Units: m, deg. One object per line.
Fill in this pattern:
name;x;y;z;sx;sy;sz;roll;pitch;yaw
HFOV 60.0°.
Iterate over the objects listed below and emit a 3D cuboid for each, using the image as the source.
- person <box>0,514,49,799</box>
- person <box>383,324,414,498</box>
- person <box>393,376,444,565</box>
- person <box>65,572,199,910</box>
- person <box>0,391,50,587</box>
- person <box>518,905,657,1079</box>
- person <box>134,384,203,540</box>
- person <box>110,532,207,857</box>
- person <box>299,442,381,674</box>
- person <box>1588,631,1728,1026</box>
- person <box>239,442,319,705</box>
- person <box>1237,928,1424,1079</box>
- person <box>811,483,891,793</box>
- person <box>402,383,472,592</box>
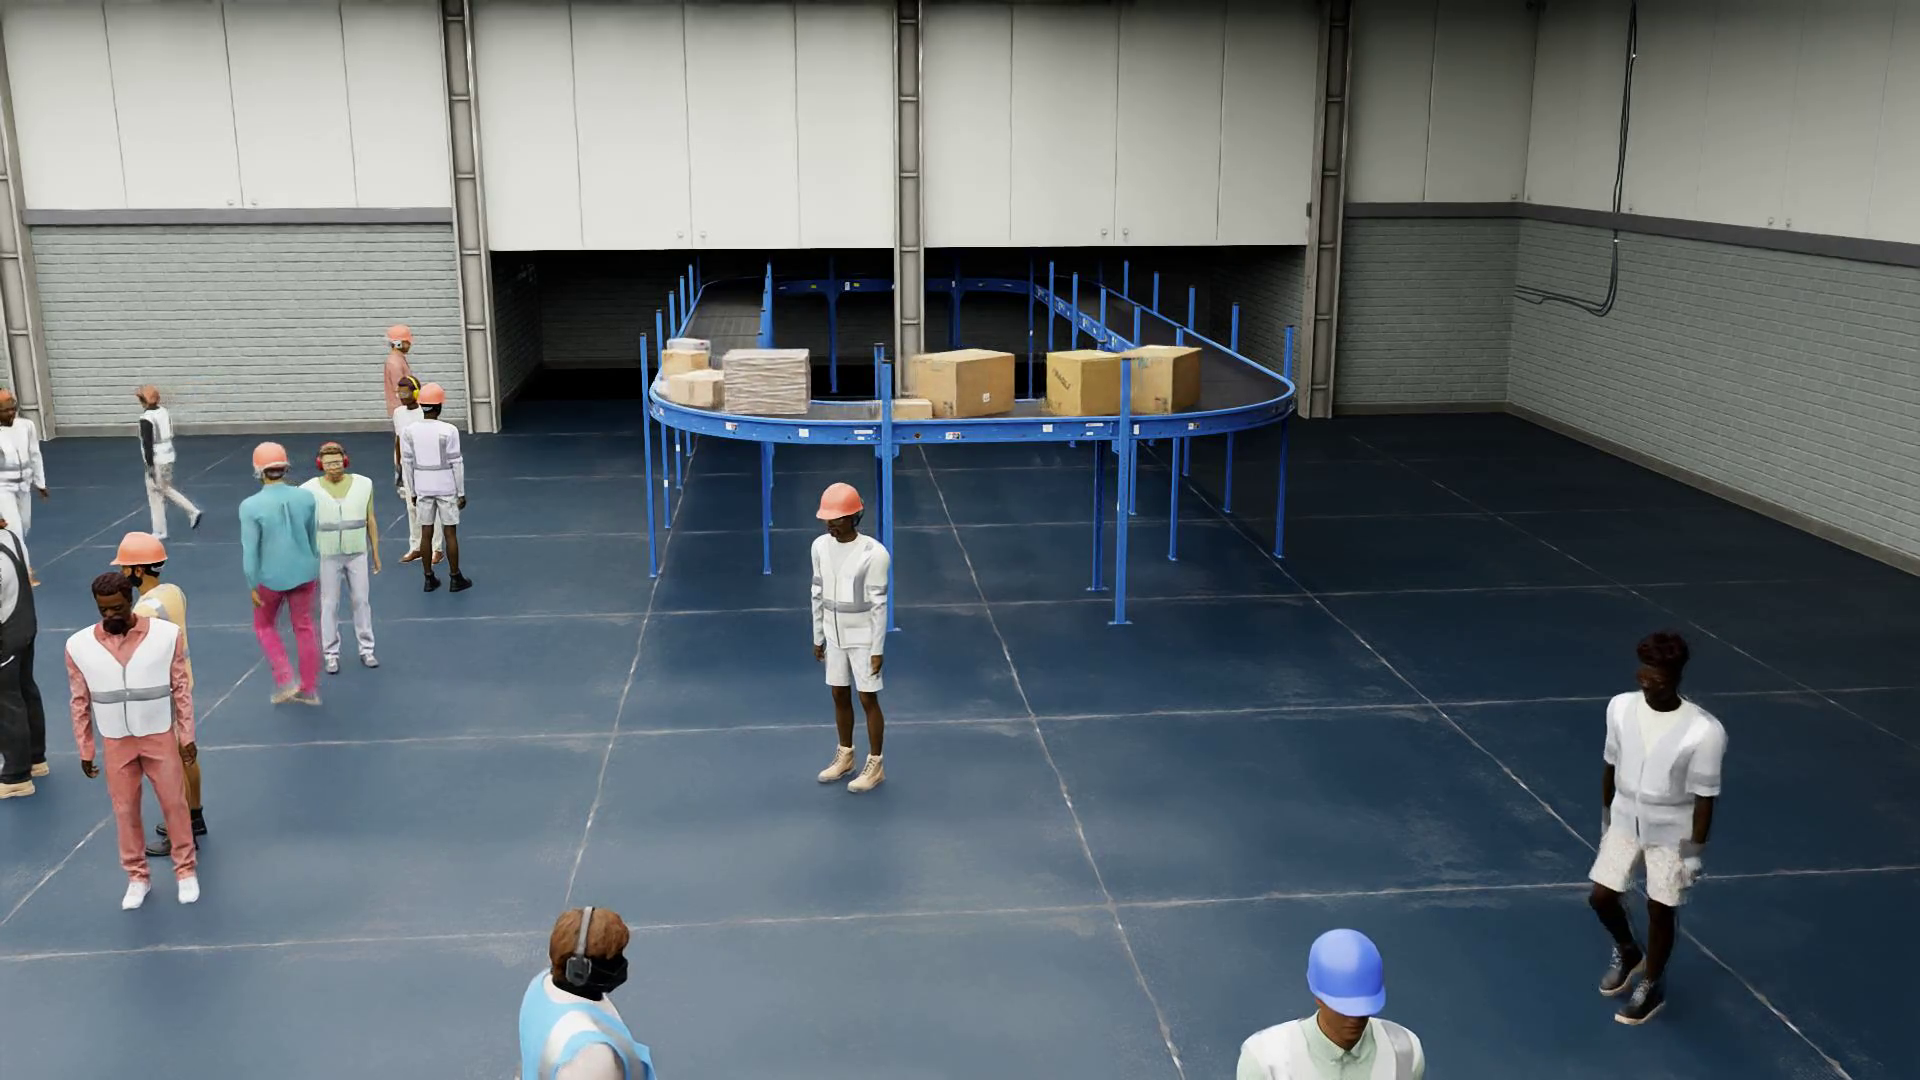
person;-6.197;0.635;10.612;0.536;2.000;0.683;-2;14;-10
person;-6.418;-1.484;19.183;0.376;1.997;0.612;-6;15;-21
person;-5.290;-0.677;16.221;0.532;1.864;0.312;5;15;17
person;-4.508;1.080;9.112;0.599;1.908;0.405;-5;15;-19
person;-8.918;-0.488;15.539;0.702;1.846;0.594;6;15;23
person;-1.178;2.046;5.386;0.430;1.840;0.619;-7;16;-26
person;-8.232;-0.810;17.233;0.482;1.624;0.560;0;14;2
person;-4.707;0.898;9.772;0.358;1.937;0.548;-2;14;-9
person;-4.870;0.123;13.083;0.573;1.837;0.387;-8;16;-29
person;3.264;1.369;7.867;0.422;1.949;0.608;-11;18;-38
person;-4.982;0.264;12.231;0.461;1.979;0.615;12;19;41
person;1.108;2.070;5.060;0.603;1.949;0.397;-3;14;-11
person;-0.725;0.626;10.681;0.601;2.036;0.411;9;17;33
person;-4.796;-0.475;15.263;0.548;1.937;0.358;1;14;5
